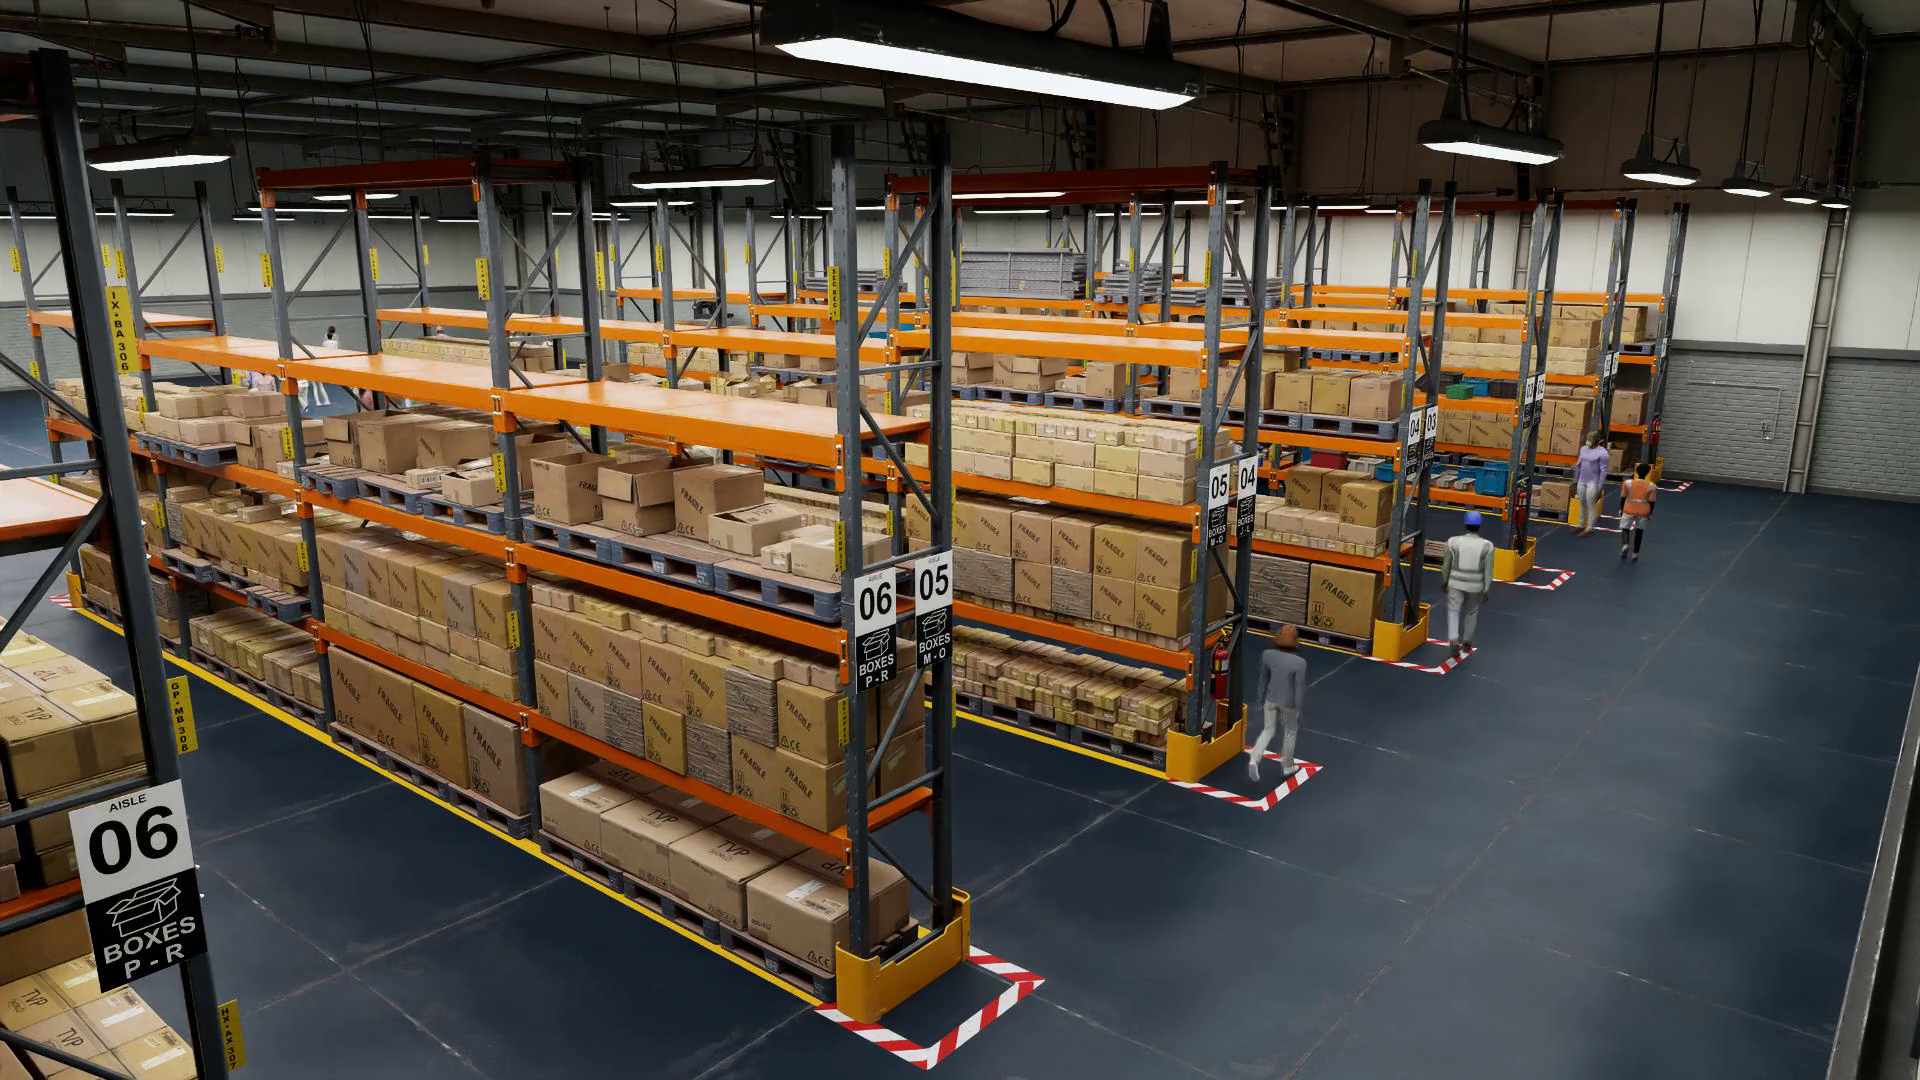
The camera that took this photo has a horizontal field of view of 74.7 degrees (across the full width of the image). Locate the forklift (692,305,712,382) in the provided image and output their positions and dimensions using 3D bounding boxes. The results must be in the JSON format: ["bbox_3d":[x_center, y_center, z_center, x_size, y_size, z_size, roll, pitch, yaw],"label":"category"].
[{"bbox_3d":[-9.511,-7.392,47.124,1.873,2.768,1.129,11,17,38],"label":"forklift"}]

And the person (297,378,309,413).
[{"bbox_3d":[-20.179,-4.711,38.622,0.411,1.628,0.519,8,16,30],"label":"person"}]

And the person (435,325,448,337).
[{"bbox_3d":[-20.119,-7.370,48.958,0.560,1.916,0.656,-9,16,-34],"label":"person"}]

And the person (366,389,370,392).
[{"bbox_3d":[-15.778,-3.719,33.960,0.402,1.904,0.652,-7,15,-27],"label":"person"}]

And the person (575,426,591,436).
[{"bbox_3d":[-7.652,-1.753,26.073,0.638,1.813,0.538,-2,14,-7],"label":"person"}]

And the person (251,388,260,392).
[{"bbox_3d":[-17.076,-2.828,30.633,0.523,1.748,0.386,-2,14,-9],"label":"person"}]

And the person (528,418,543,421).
[{"bbox_3d":[-11.403,-3.665,33.773,0.664,1.883,0.668,3,14,11],"label":"person"}]

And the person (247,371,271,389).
[{"bbox_3d":[-22.033,-5.080,39.617,0.671,1.882,0.565,-9,16,-32],"label":"person"}]

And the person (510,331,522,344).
[{"bbox_3d":[-17.029,-7.196,48.250,0.604,1.919,0.921,2,14,7],"label":"person"}]

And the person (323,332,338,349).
[{"bbox_3d":[-23.052,-6.688,46.239,0.532,1.873,0.315,-2,14,-10],"label":"person"}]

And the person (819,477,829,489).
[{"bbox_3d":[-2.917,-1.958,26.624,0.649,1.939,1.006,-5,15,-21],"label":"person"}]

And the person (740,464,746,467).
[{"bbox_3d":[-4.936,-2.467,29.451,0.521,1.599,0.821,-9,16,-33],"label":"person"}]

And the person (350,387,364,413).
[{"bbox_3d":[-17.907,-4.593,37.484,0.547,1.938,0.377,-13,19,-43],"label":"person"}]

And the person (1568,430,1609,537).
[{"bbox_3d":[11.433,-1.041,22.873,0.354,1.936,0.636,-4,14,-17],"label":"person"}]

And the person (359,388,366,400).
[{"bbox_3d":[-16.242,-3.946,34.721,0.612,1.987,0.401,-10,17,-35],"label":"person"}]

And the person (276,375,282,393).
[{"bbox_3d":[-21.512,-5.207,40.048,0.383,1.921,0.585,-1,14,-4],"label":"person"}]

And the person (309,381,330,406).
[{"bbox_3d":[-20.521,-5.179,40.142,0.605,1.824,0.372,-11,17,-37],"label":"person"}]

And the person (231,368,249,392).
[{"bbox_3d":[-22.990,-5.234,40.198,0.566,1.906,0.819,-3,14,-11],"label":"person"}]

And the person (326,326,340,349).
[{"bbox_3d":[-24.977,-7.607,50.125,0.650,1.825,0.631,1,14,3],"label":"person"}]

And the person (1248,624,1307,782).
[{"bbox_3d":[3.172,1.636,12.567,0.500,1.606,0.707,12,18,41],"label":"person"}]

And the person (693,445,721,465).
[{"bbox_3d":[-4.668,-1.164,23.194,0.440,2.023,0.645,12,18,42],"label":"person"}]

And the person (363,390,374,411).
[{"bbox_3d":[-14.458,-3.035,31.056,0.981,1.958,0.620,7,15,25],"label":"person"}]

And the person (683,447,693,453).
[{"bbox_3d":[-5.115,-1.050,23.089,0.588,1.861,0.831,-12,18,-40],"label":"person"}]

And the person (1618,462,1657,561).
[{"bbox_3d":[11.291,-0.458,21.008,0.539,1.676,0.566,7,15,27],"label":"person"}]

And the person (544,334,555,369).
[{"bbox_3d":[-15.156,-6.748,46.637,0.508,1.813,0.911,-8,16,-31],"label":"person"}]

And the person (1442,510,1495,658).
[{"bbox_3d":[6.534,0.579,16.243,0.623,1.924,0.819,5,15,20],"label":"person"}]

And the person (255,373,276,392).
[{"bbox_3d":[-19.658,-4.071,35.695,0.526,1.768,0.330,-5,15,-21],"label":"person"}]

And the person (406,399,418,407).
[{"bbox_3d":[-17.104,-4.886,38.931,0.642,1.832,0.441,3,14,13],"label":"person"}]
